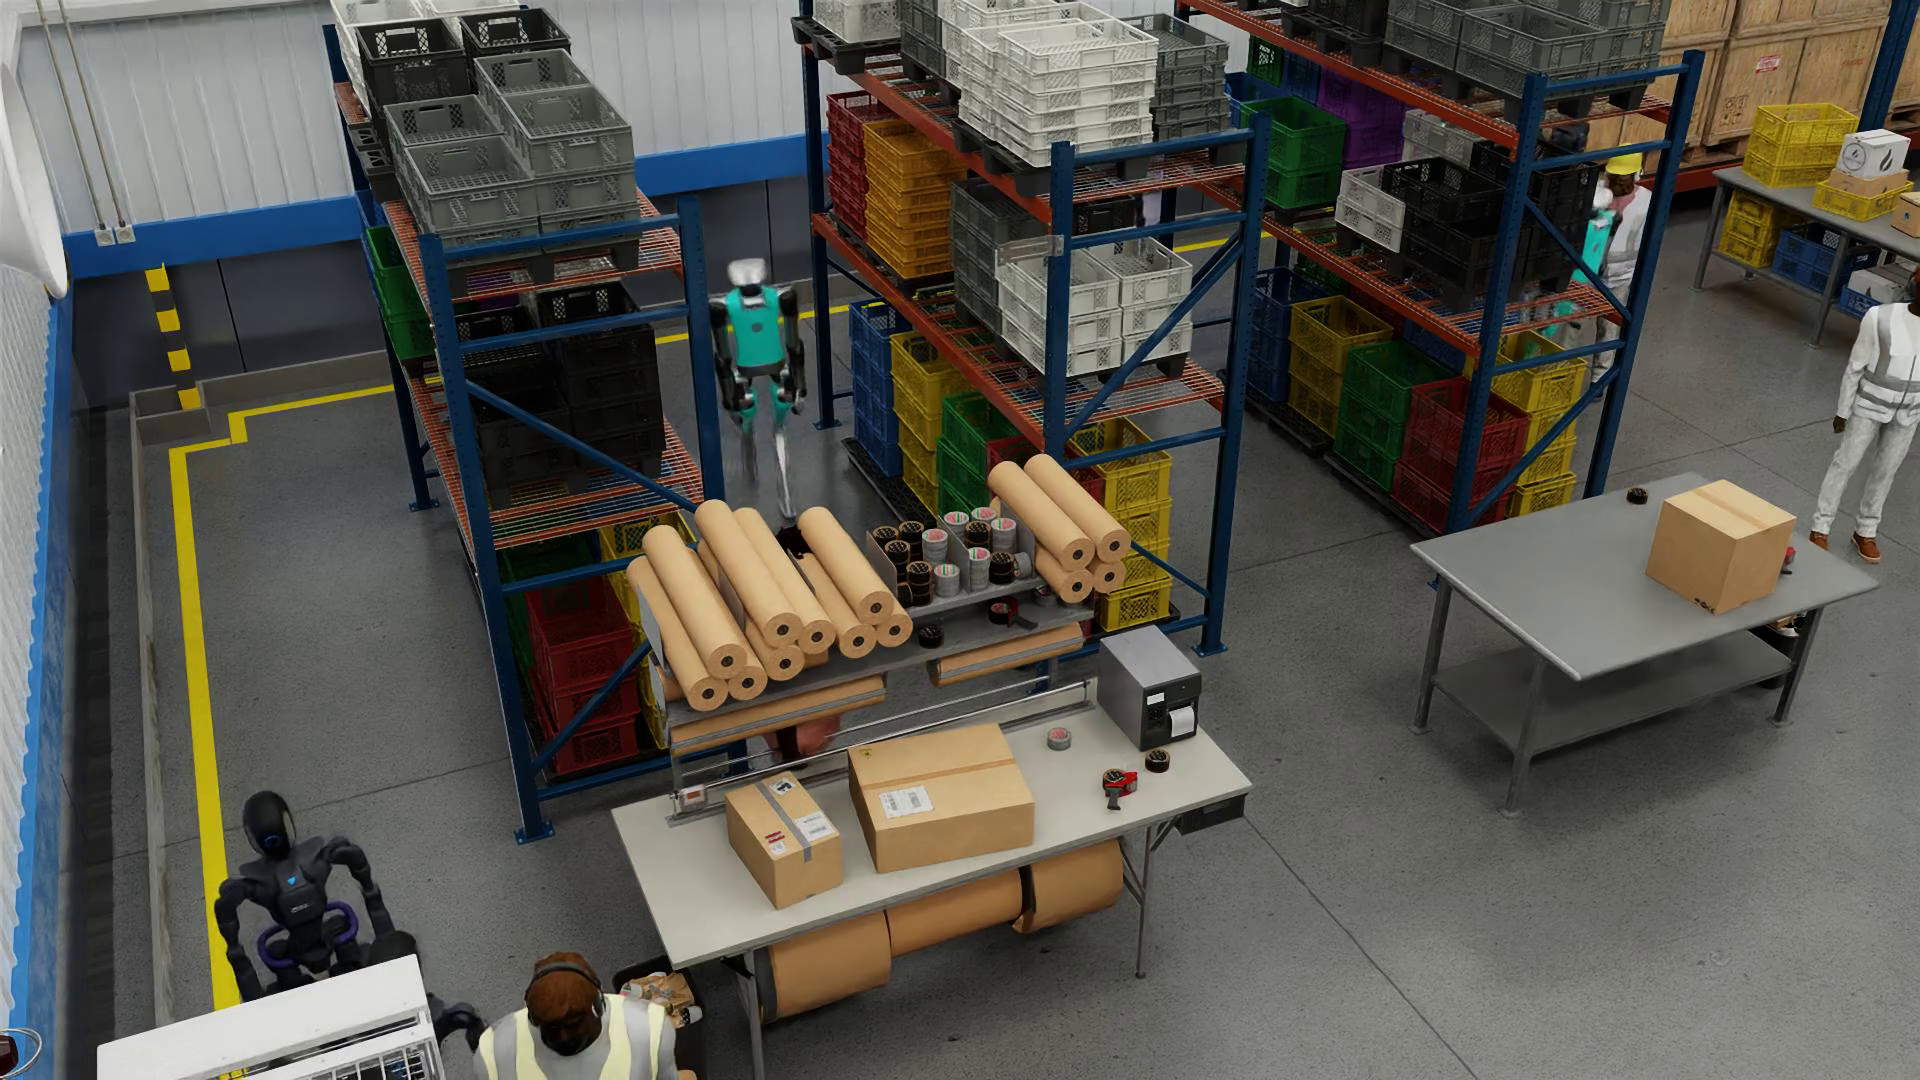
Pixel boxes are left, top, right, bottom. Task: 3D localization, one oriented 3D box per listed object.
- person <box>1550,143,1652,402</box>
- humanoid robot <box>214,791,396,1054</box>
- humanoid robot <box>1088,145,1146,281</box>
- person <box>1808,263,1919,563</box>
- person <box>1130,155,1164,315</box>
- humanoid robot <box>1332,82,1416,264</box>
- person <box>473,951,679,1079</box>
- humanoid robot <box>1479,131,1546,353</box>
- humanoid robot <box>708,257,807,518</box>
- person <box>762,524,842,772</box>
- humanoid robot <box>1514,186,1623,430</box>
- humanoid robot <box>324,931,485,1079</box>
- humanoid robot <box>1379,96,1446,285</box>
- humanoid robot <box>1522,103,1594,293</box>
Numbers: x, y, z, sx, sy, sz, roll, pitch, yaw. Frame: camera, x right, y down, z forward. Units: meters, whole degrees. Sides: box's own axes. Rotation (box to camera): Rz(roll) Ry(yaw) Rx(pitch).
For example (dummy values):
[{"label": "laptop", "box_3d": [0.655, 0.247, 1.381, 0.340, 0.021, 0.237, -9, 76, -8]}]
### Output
[{"label": "person", "box_3d": [4.423, -1.844, 11.473, 0.593, 1.832, 0.404, 16, 35, 24]}, {"label": "humanoid robot", "box_3d": [-2.338, 1.561, 6.113, 0.602, 1.641, 0.485, -20, 37, -29]}, {"label": "humanoid robot", "box_3d": [1.118, -2.153, 12.119, 0.340, 1.650, 0.613, -27, 40, -36]}, {"label": "person", "box_3d": [5.371, -0.736, 9.628, 0.572, 1.882, 0.356, 5, 32, 9]}, {"label": "person", "box_3d": [1.325, -2.401, 12.176, 0.367, 2.048, 0.606, 16, 35, 24]}, {"label": "humanoid robot", "box_3d": [3.256, -2.844, 13.232, 0.541, 1.804, 0.773, -7, 32, -11]}, {"label": "person", "box_3d": [-1.154, 2.001, 5.221, 0.621, 1.844, 0.428, -8, 33, -13]}, {"label": "humanoid robot", "box_3d": [4.028, -2.200, 12.189, 0.315, 1.655, 0.599, 5, 32, 9]}, {"label": "humanoid robot", "box_3d": [-1.223, -0.954, 10.176, 0.550, 1.849, 0.816, -5, 32, -9]}, {"label": "person", "box_3d": [-0.660, 0.782, 7.082, 0.364, 1.964, 0.609, 4, 32, 6]}, {"label": "humanoid robot", "box_3d": [3.913, -1.576, 11.115, 0.565, 1.740, 0.949, -18, 36, -27]}, {"label": "humanoid robot", "box_3d": [-1.756, 1.932, 5.483, 0.590, 1.652, 0.327, -1, 32, -2]}, {"label": "humanoid robot", "box_3d": [3.429, -2.651, 12.746, 0.533, 1.677, 0.735, 6, 32, 10]}, {"label": "humanoid robot", "box_3d": [4.647, -2.715, 13.043, 0.614, 1.634, 0.467, -26, 40, -35]}]
